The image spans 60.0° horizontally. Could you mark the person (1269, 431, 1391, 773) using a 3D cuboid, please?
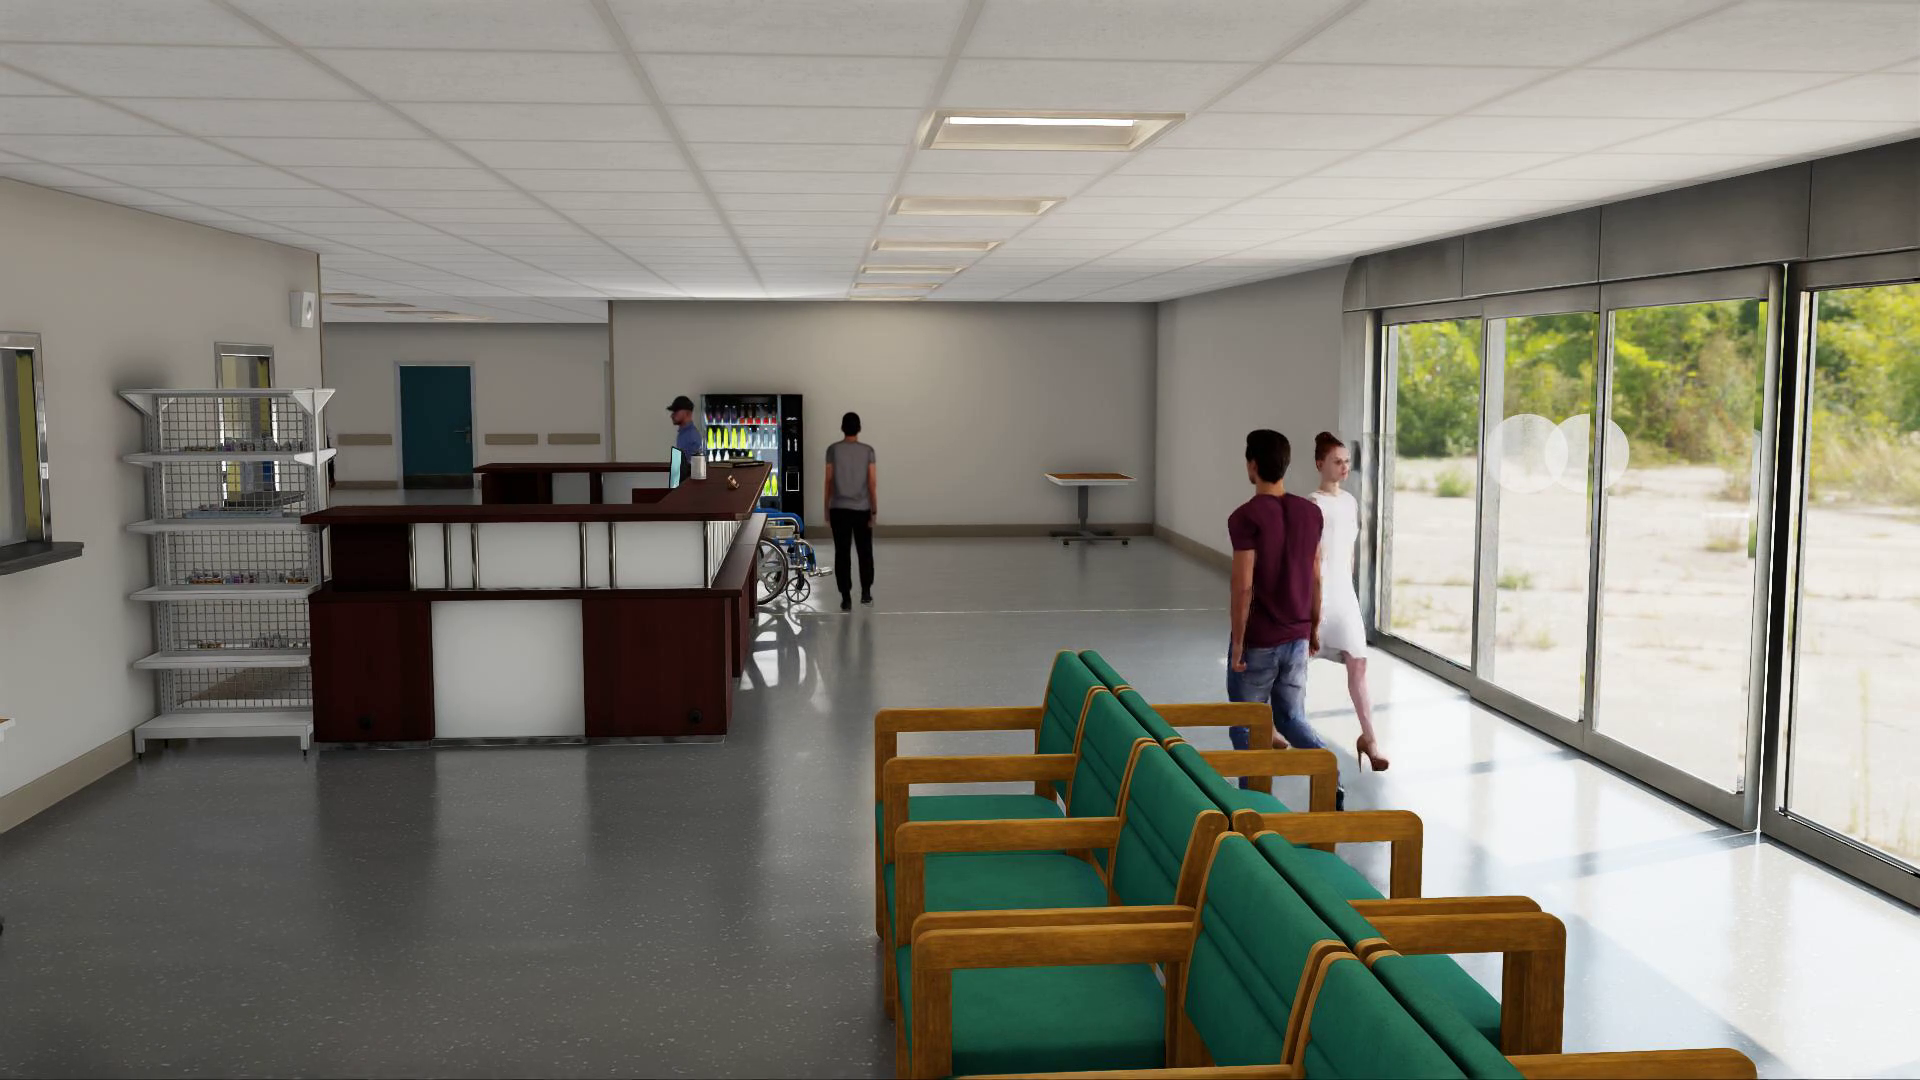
[{"bbox_3d":[1.842,0.347,8.759,1.132,1.738,0.989,-3,7,-31],"label":"person"}]

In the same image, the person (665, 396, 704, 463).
[{"bbox_3d":[-2.464,-0.419,15.841,1.100,1.845,0.825,-2,6,-15],"label":"person"}]

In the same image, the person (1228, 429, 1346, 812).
[{"bbox_3d":[1.433,0.444,7.327,0.968,1.832,0.923,-3,6,-26],"label":"person"}]

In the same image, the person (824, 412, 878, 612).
[{"bbox_3d":[-0.964,-0.241,14.626,0.783,1.734,0.683,-1,6,-8],"label":"person"}]
